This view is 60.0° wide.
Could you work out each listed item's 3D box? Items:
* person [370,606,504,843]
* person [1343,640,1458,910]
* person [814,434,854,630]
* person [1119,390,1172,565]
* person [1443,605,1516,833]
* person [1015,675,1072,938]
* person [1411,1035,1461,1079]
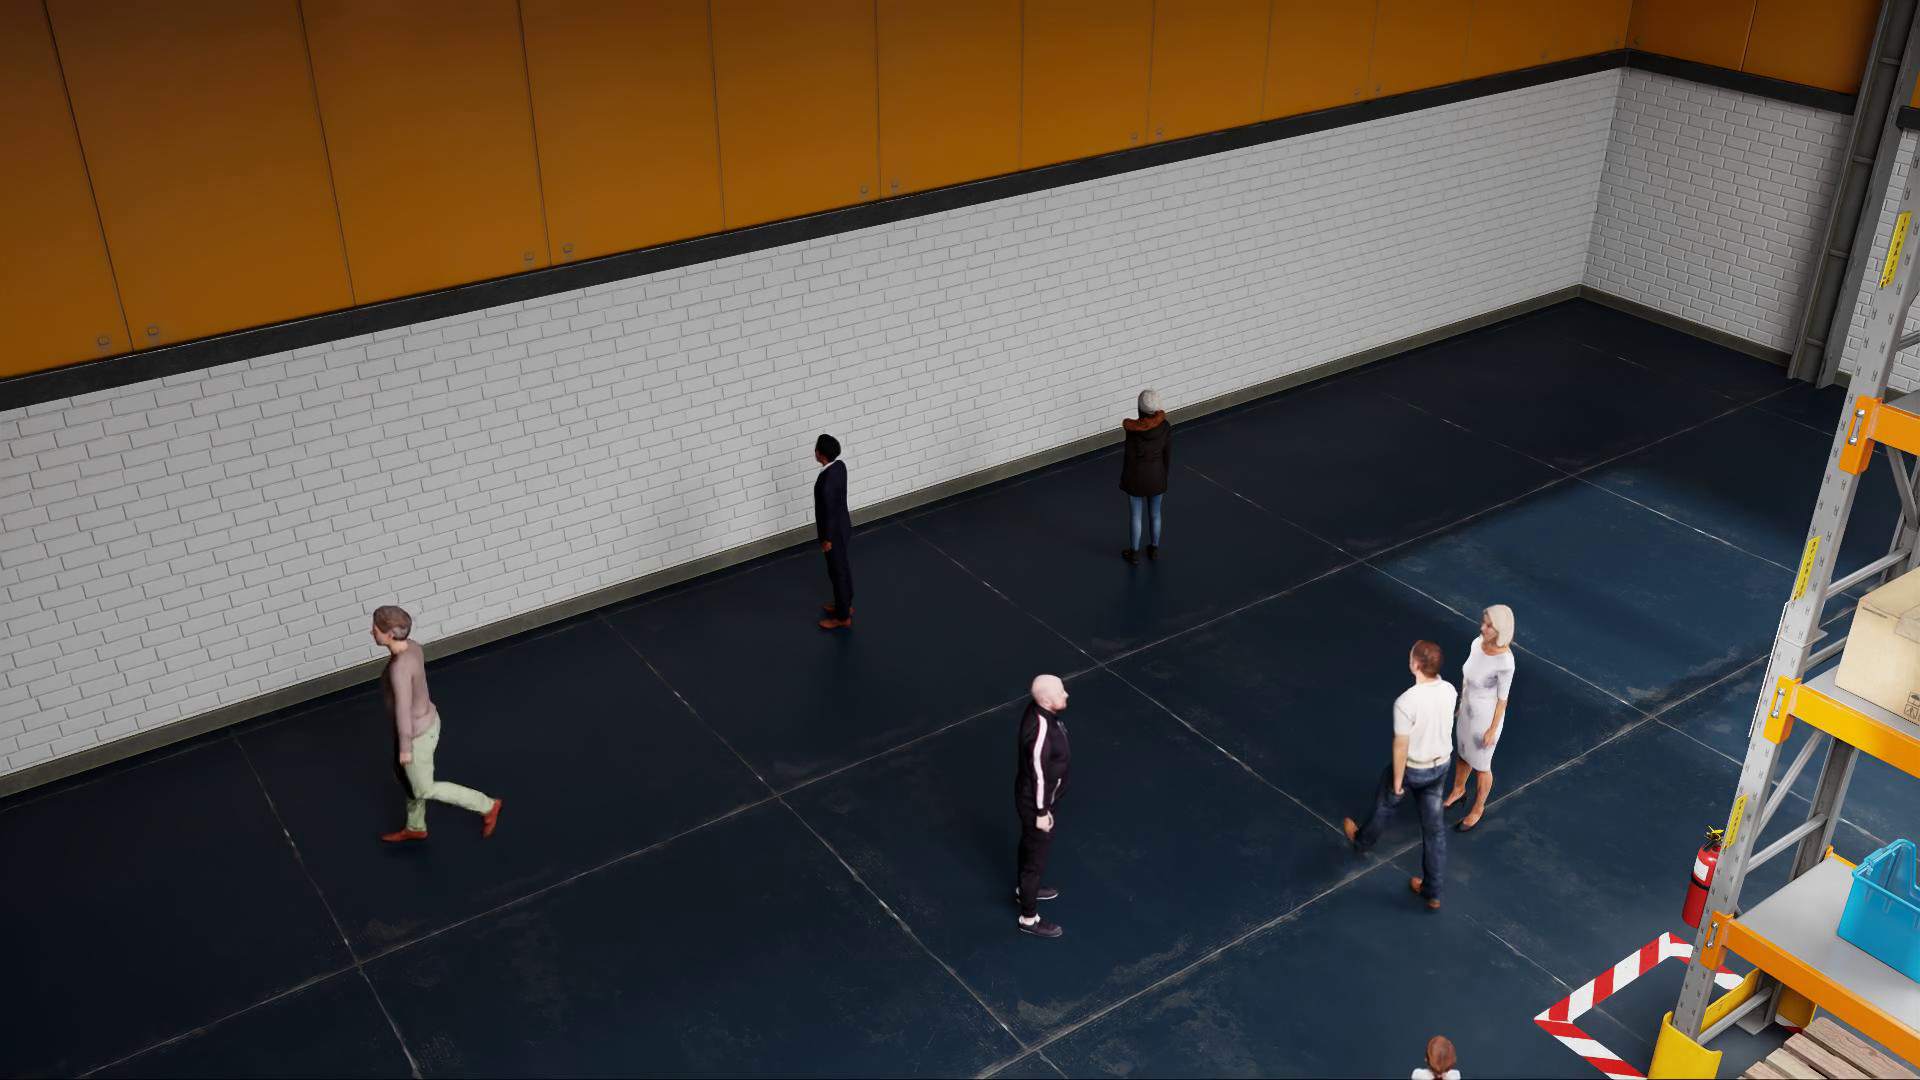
[{"bbox_3d":[-3.516,1.271,11.014,0.975,1.851,1.112,-7,29,-12],"label":"person"},{"bbox_3d":[2.981,1.533,10.570,0.852,1.817,1.200,-10,30,-18],"label":"person"},{"bbox_3d":[-1.023,-0.075,13.612,0.759,1.726,0.678,2,29,4],"label":"person"},{"bbox_3d":[1.632,-0.559,14.593,0.710,1.637,0.716,-8,30,-14],"label":"person"},{"bbox_3d":[3.531,1.185,11.276,0.671,1.751,0.524,-10,30,-18],"label":"person"},{"bbox_3d":[0.490,1.616,10.397,0.821,1.836,0.729,1,29,2],"label":"person"},{"bbox_3d":[2.460,3.010,8.697,0.483,1.017,0.537,3,29,5],"label":"person"}]
